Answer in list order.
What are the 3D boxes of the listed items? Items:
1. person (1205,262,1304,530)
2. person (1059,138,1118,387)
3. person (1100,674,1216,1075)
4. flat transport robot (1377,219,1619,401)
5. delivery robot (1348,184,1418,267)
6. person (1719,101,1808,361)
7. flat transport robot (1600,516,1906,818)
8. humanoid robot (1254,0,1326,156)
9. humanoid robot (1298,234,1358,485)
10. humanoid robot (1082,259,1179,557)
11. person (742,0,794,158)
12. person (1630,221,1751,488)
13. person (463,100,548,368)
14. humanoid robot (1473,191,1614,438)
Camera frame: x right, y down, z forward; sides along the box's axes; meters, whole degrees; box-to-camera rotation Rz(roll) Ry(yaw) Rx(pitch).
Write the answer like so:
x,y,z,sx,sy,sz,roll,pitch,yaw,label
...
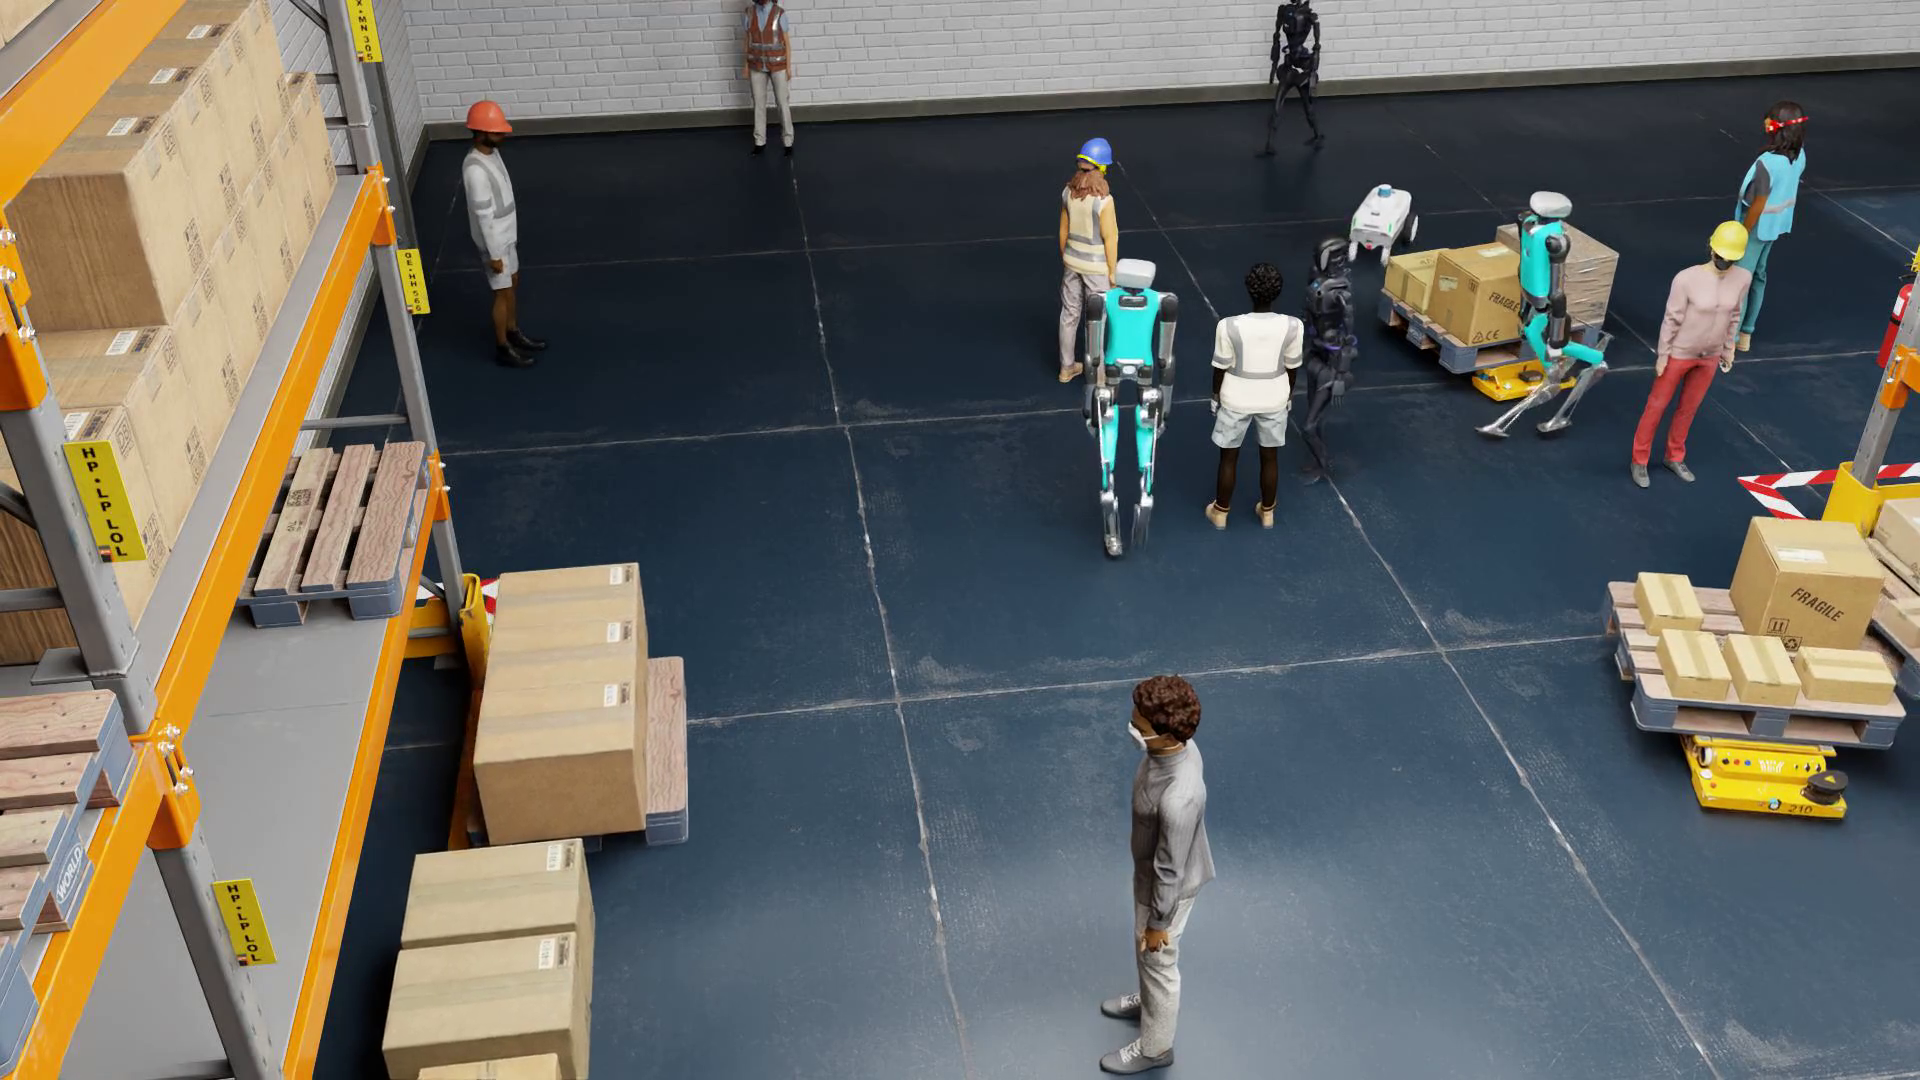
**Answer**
x,y,z,sx,sy,sz,roll,pitch,yaw,label
1.729,-0.826,9.819,0.531,1.691,0.322,-1,33,-2,person
0.883,-1.866,11.336,0.464,1.772,0.320,25,41,33,person
0.779,1.292,6.390,0.404,1.892,0.537,1,33,2,person
3.760,-1.436,12.053,0.659,0.231,1.431,-11,35,-17,flat transport robot
3.438,-2.608,13.590,0.499,0.598,0.798,15,36,21,delivery robot
5.607,-2.156,11.695,0.540,1.865,0.375,-25,40,-33,person
3.993,0.860,8.534,0.659,0.231,1.431,4,33,6,flat transport robot
3.127,-4.347,15.289,0.813,1.633,0.594,-23,40,-31,humanoid robot
2.262,-1.113,10.267,0.382,1.644,0.608,-10,35,-15,humanoid robot
0.961,-0.653,9.541,0.531,1.788,0.773,1,33,2,humanoid robot
-1.762,-4.327,15.189,0.464,1.682,0.318,5,33,7,person
4.520,-1.137,10.230,0.523,1.762,0.326,-6,34,-9,person
-3.195,-2.118,11.588,0.386,1.927,0.543,-1,33,-2,person
3.847,-1.388,10.625,0.928,1.744,0.555,-5,33,-8,humanoid robot
